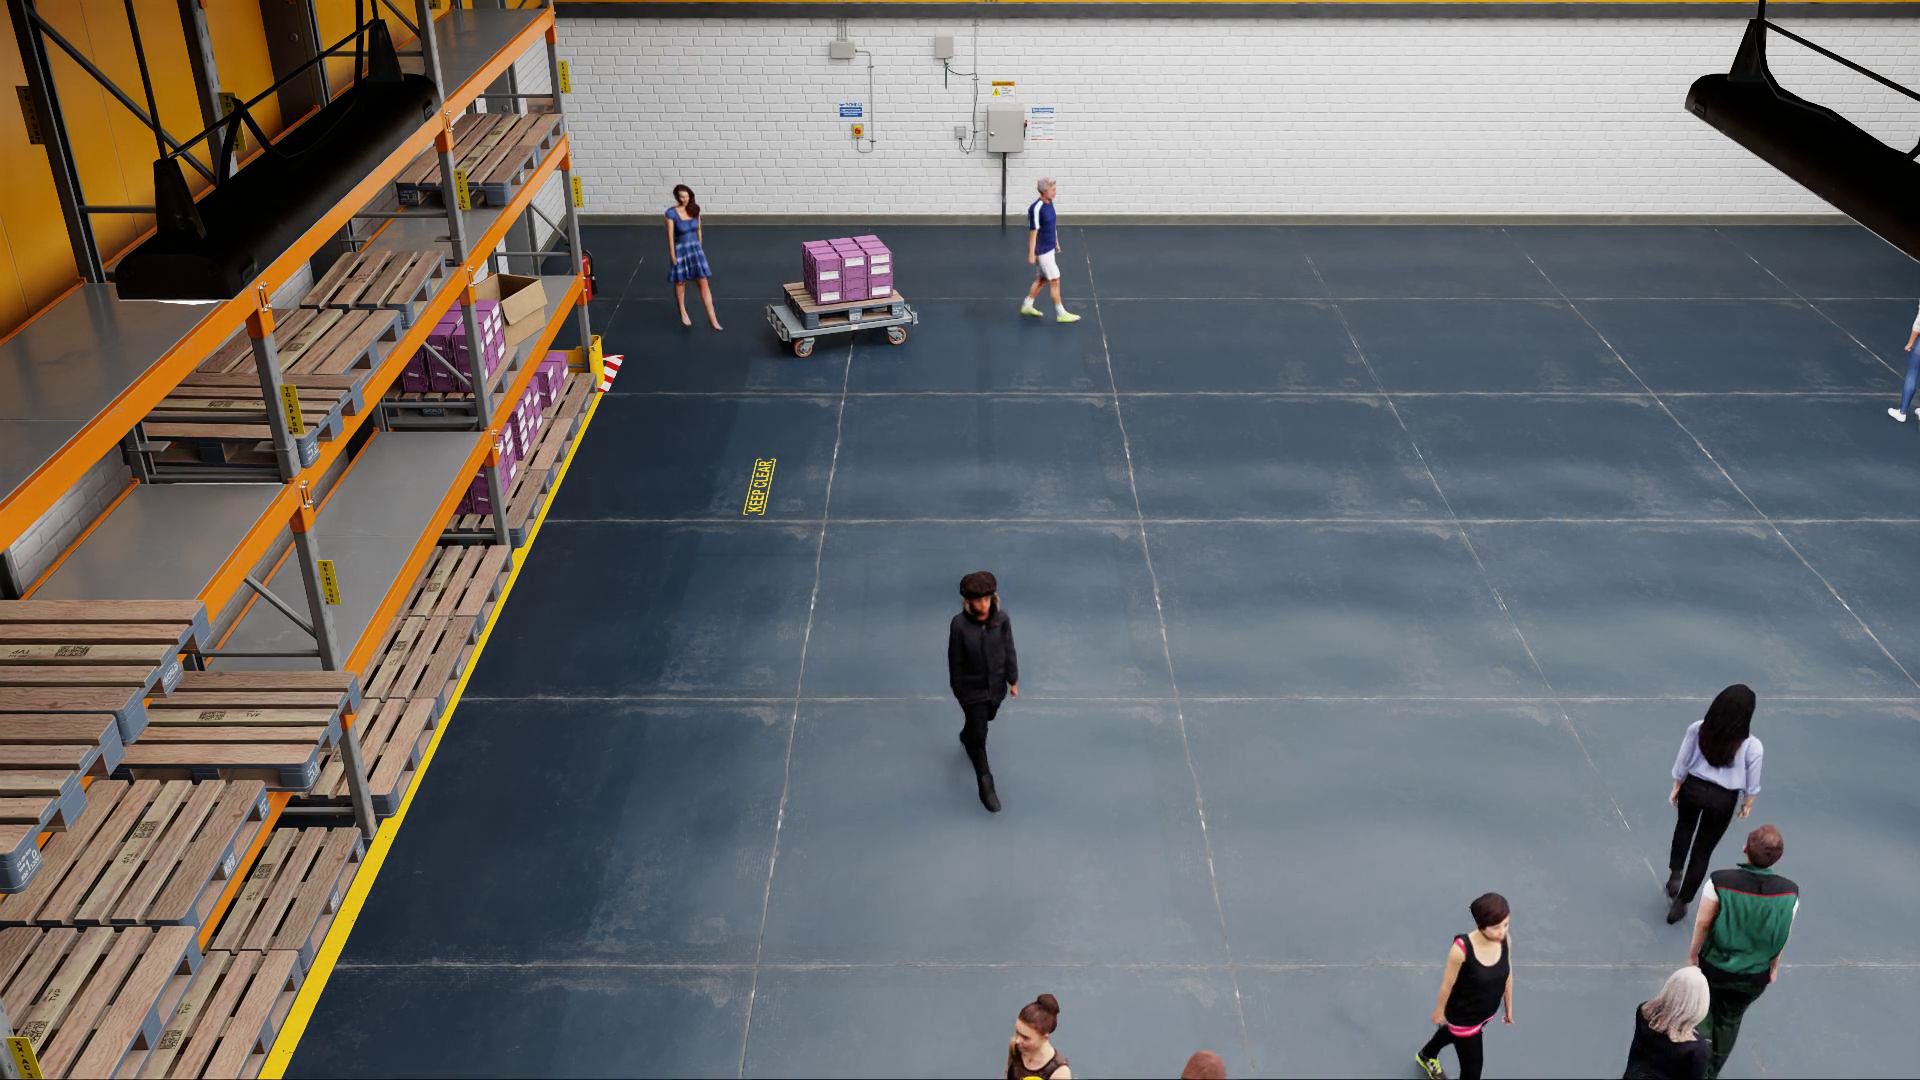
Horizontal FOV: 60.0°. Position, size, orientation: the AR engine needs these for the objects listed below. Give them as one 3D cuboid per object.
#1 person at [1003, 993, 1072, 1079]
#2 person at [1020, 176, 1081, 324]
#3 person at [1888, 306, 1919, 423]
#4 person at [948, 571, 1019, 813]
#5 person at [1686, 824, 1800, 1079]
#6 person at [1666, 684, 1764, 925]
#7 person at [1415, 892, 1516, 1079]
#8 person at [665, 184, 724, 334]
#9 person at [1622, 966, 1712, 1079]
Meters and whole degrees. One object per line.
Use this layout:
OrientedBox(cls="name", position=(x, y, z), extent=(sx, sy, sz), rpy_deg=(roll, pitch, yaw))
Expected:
OrientedBox(cls="person", position=(0.468, 2.919, 8.361), extent=(0.964, 1.653, 0.997), rpy_deg=(-18, 34, -30))
OrientedBox(cls="person", position=(0.938, -3.470, 19.926), extent=(0.926, 1.793, 1.028), rpy_deg=(10, 30, 17))
OrientedBox(cls="person", position=(10.171, -2.061, 17.420), extent=(0.602, 1.720, 0.523), rpy_deg=(1, 29, 1))
OrientedBox(cls="person", position=(0.133, 0.968, 11.833), extent=(0.942, 1.752, 1.216), rpy_deg=(-13, 31, -22))
OrientedBox(cls="person", position=(4.273, 2.371, 9.178), extent=(0.770, 1.832, 0.884), rpy_deg=(8, 30, 15))
OrientedBox(cls="person", position=(4.690, 1.706, 10.506), extent=(0.814, 1.727, 0.859), rpy_deg=(19, 34, 31))
OrientedBox(cls="person", position=(2.787, 2.538, 9.207), extent=(0.859, 1.511, 1.091), rpy_deg=(-13, 31, -23))
OrientedBox(cls="person", position=(-3.277, -3.344, 19.724), extent=(1.026, 1.766, 1.166), rpy_deg=(-19, 34, -31))
OrientedBox(cls="person", position=(3.439, 2.883, 8.345), extent=(0.916, 1.730, 0.906), rpy_deg=(-16, 33, -27))
